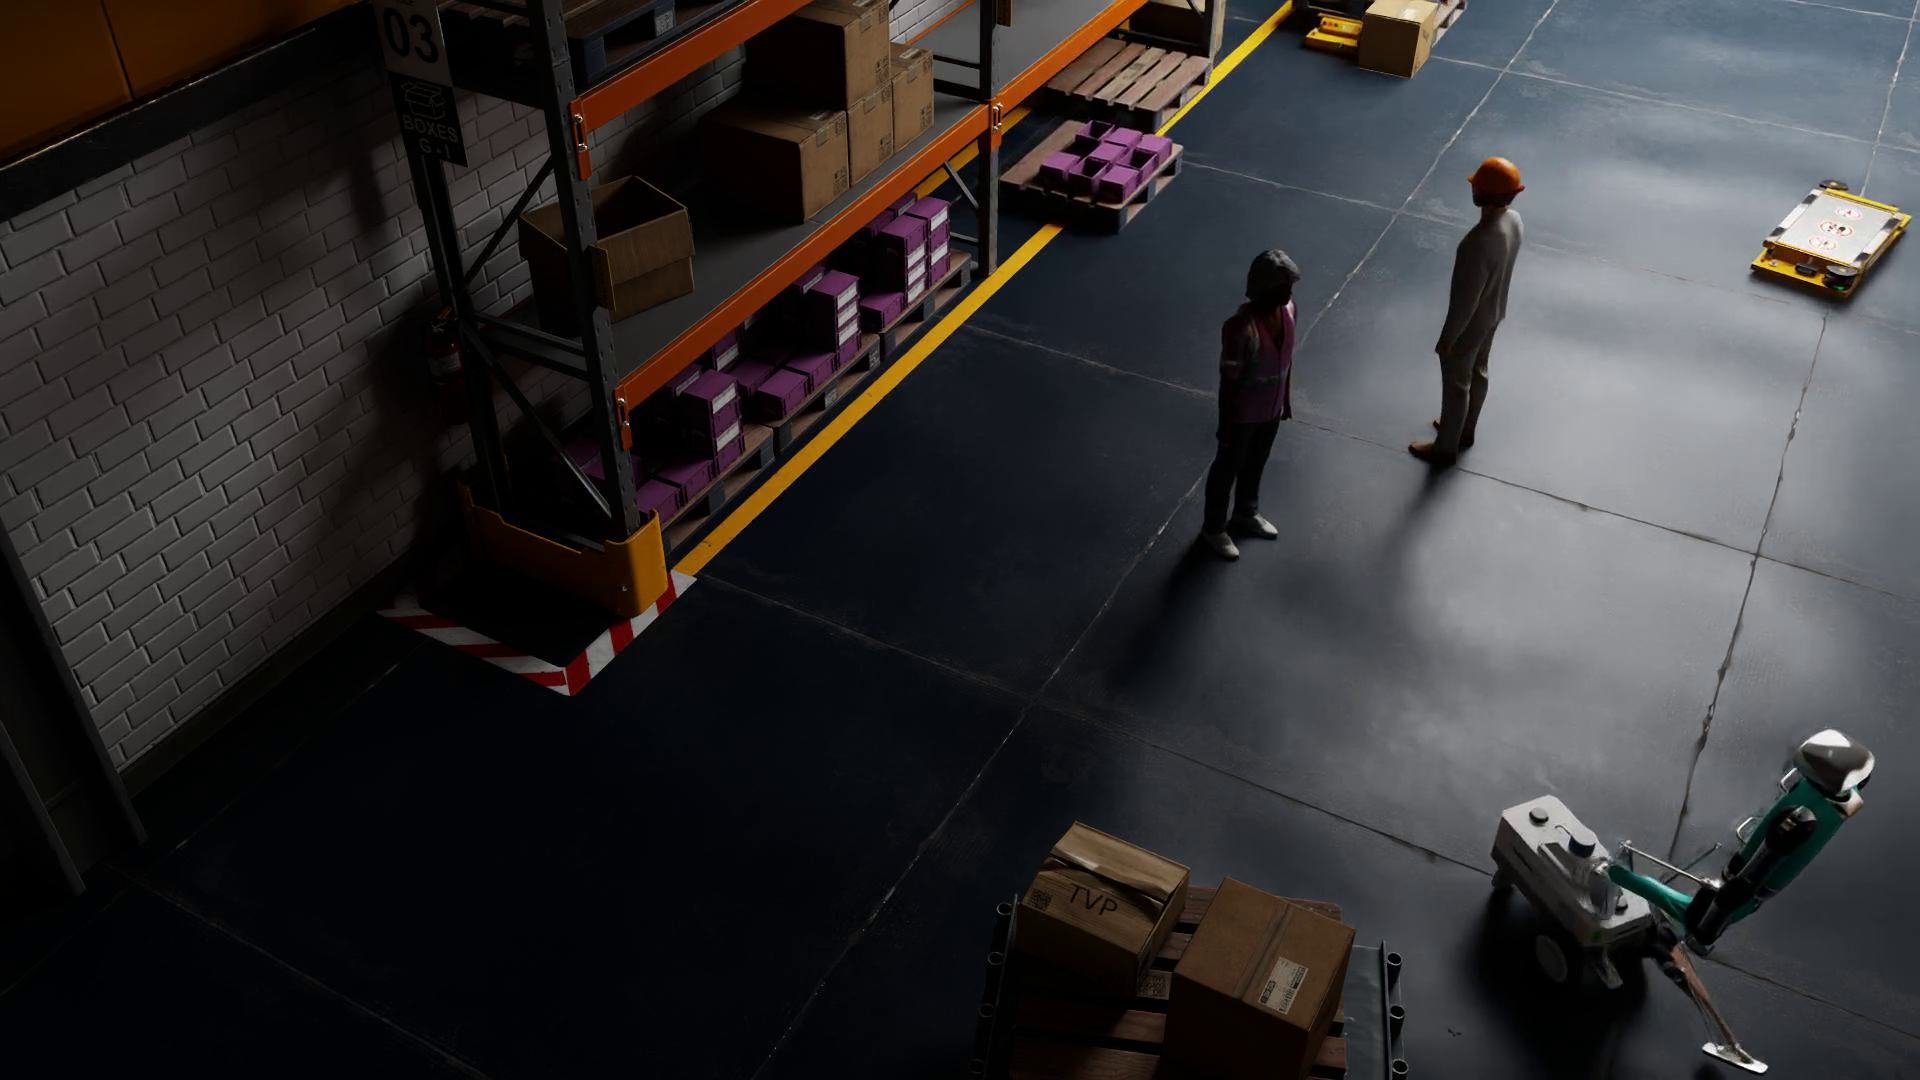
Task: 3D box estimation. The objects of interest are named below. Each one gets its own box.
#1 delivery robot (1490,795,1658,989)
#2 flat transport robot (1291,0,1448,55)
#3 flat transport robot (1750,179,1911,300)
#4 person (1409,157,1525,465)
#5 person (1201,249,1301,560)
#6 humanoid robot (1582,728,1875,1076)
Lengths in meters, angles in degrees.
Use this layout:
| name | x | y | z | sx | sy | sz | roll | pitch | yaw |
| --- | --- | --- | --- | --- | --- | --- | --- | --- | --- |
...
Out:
| name | x | y | z | sx | sy | sz | roll | pitch | yaw |
| --- | --- | --- | --- | --- | --- | --- | --- | --- | --- |
| delivery robot | 2.636 | 1.497 | 7.131 | 0.513 | 0.609 | 0.780 | -14 | 41 | -17 |
| flat transport robot | 3.718 | -4.784 | 15.200 | 0.659 | 0.231 | 1.431 | 20 | 43 | 23 |
| flat transport robot | 6.269 | -2.168 | 11.929 | 0.659 | 0.231 | 1.431 | 28 | 46 | 30 |
| person | 2.930 | -1.301 | 9.546 | 0.372 | 1.894 | 0.581 | 29 | 47 | 31 |
| person | 1.560 | -0.722 | 8.866 | 0.506 | 1.842 | 0.323 | -26 | 45 | -28 |
| humanoid robot | 2.854 | 1.290 | 6.476 | 0.563 | 1.753 | 1.060 | -28 | 46 | -30 |
